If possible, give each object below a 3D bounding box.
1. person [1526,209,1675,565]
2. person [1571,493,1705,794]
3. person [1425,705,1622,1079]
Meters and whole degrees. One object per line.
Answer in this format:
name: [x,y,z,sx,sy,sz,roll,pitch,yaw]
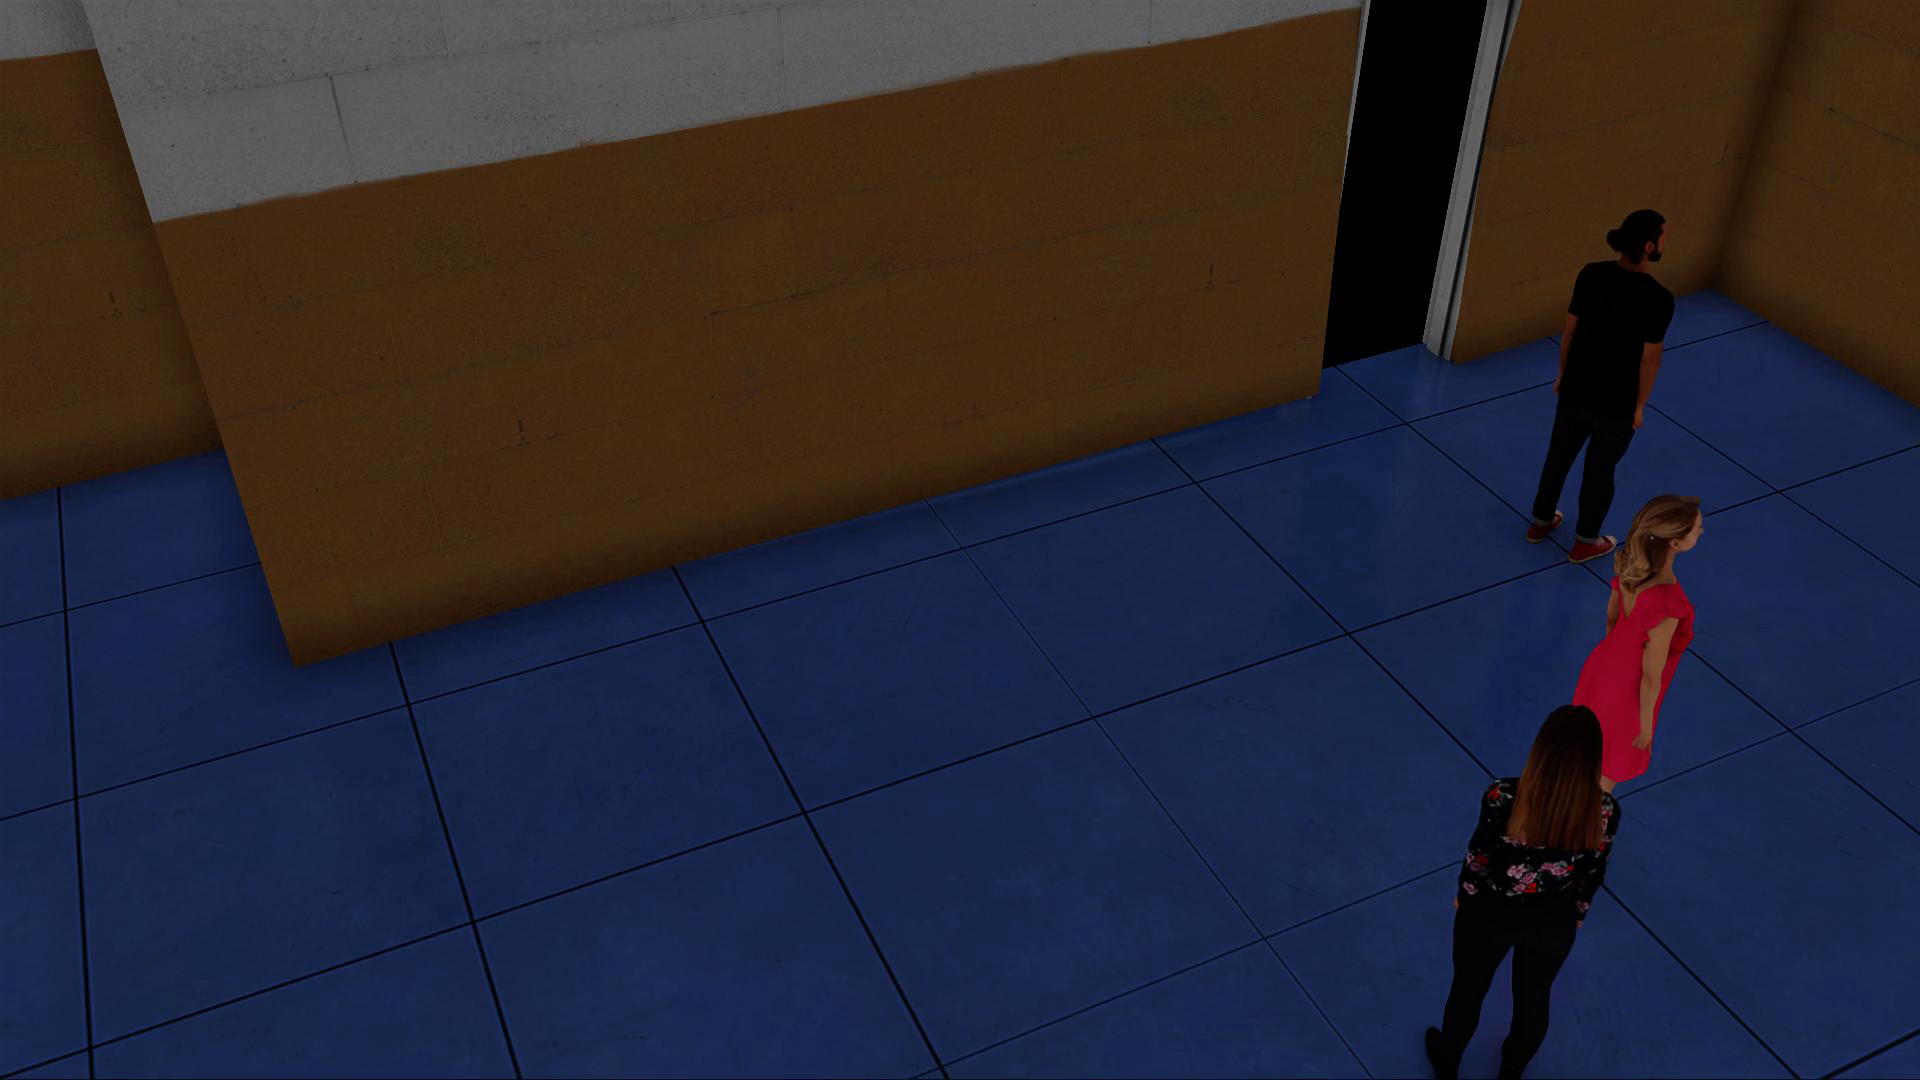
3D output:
person: [2.951,-0.689,7.654,0.736,1.756,0.576,-27,45,-31]
person: [2.385,0.546,6.031,0.713,1.728,0.608,1,37,1]
person: [1.772,1.163,5.246,0.645,1.683,0.668,5,37,7]
